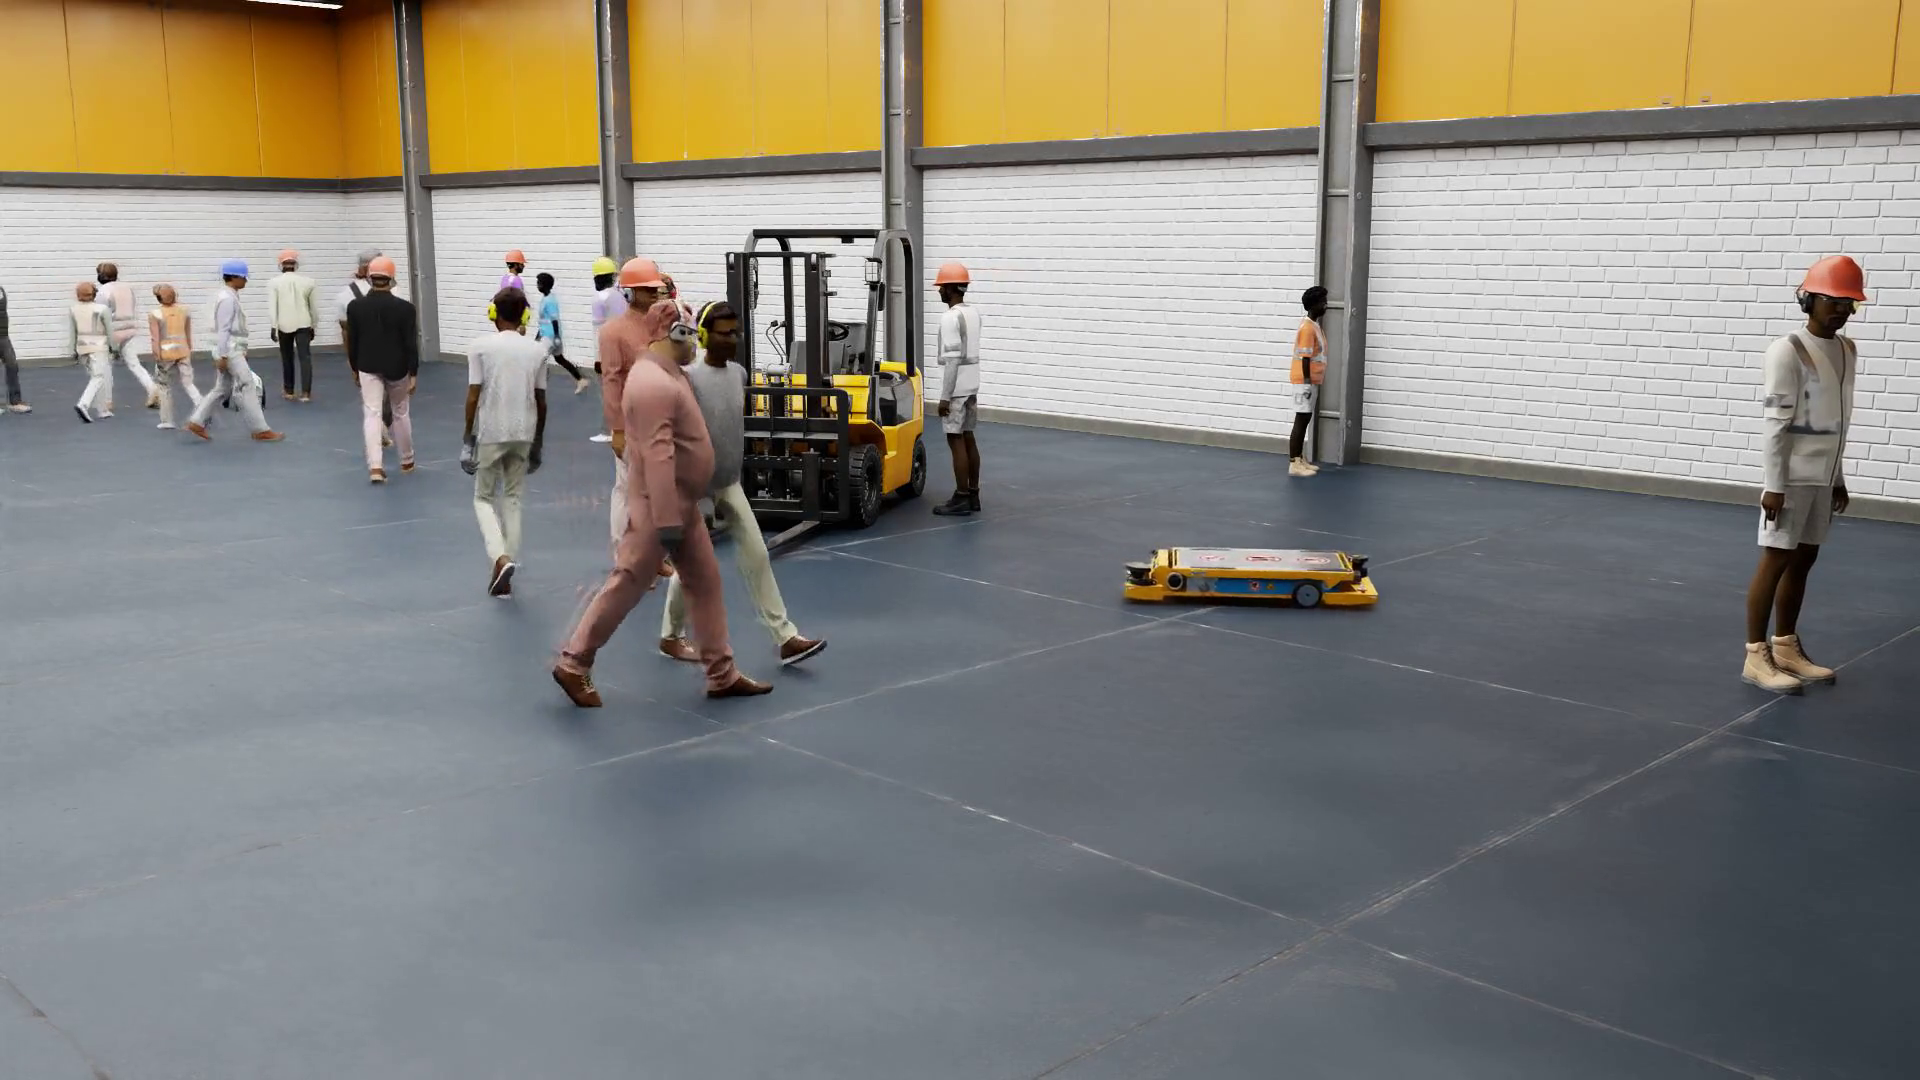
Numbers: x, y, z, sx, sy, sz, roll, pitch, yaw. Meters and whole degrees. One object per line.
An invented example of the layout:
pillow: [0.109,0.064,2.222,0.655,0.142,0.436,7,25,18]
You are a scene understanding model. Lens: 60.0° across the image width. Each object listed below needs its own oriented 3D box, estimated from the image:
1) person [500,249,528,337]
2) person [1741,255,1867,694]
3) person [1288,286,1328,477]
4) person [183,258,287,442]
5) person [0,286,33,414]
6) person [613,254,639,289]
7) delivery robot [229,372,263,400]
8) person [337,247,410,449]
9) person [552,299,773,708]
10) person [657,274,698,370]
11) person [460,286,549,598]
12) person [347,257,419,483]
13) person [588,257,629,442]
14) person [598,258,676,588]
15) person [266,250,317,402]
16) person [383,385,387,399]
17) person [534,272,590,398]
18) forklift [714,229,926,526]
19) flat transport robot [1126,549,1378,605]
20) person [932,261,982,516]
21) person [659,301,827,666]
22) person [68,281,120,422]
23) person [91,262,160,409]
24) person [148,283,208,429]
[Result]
person: [-6.047,-2.980,22.674,0.379,1.938,0.547,-8,13,-36]
person: [3.991,-0.305,7.808,0.609,2.040,0.395,-7,12,-33]
person: [3.093,-1.407,14.778,0.320,1.690,0.524,3,11,17]
person: [-7.541,-1.939,17.102,0.952,1.910,0.637,-4,11,-21]
person: [-11.388,-2.372,19.706,0.775,1.810,0.544,5,11,24]
person: [-4.033,-2.574,20.574,0.988,1.886,0.645,7,13,35]
delivery robot: [-8.801,-1.926,20.444,0.477,0.478,0.707,-6,12,-28]
person: [-5.766,-1.887,16.433,0.700,2.000,0.661,1,10,8]
person: [-1.407,-0.164,7.569,0.977,1.857,0.669,0,10,-2]
person: [-2.287,-1.122,12.813,0.564,1.839,0.396,-3,11,-16]
person: [-2.669,-0.566,9.792,0.576,1.830,0.528,-7,12,-32]
person: [-5.039,-1.490,14.553,0.603,1.951,1.044,-2,11,-13]
person: [-3.538,-1.943,17.077,0.587,1.913,0.603,5,11,25]
person: [-1.929,-0.709,10.132,0.379,1.996,0.611,5,12,26]
person: [-8.608,-2.754,21.455,0.646,1.926,1.033,-7,13,-34]
person: [-6.976,-2.361,20.184,0.530,1.600,0.779,-4,11,-22]
person: [-5.332,-2.710,21.952,0.843,1.662,0.530,-3,11,-17]
forklift: [-1.050,-1.319,12.920,1.214,2.155,2.313,2,11,13]
flat transport robot: [1.712,0.205,9.856,1.431,0.197,0.652,1,10,7]
person: [-0.043,-1.151,12.704,0.374,1.935,0.552,4,11,22]
person: [-1.143,-0.253,8.168,0.981,1.814,0.532,7,13,35]
person: [-10.013,-2.166,19.135,0.519,1.608,0.762,2,11,11]
person: [-10.287,-2.499,20.395,0.857,1.817,0.614,3,11,18]
person: [-8.578,-2.004,18.218,0.705,1.618,0.505,7,13,35]
